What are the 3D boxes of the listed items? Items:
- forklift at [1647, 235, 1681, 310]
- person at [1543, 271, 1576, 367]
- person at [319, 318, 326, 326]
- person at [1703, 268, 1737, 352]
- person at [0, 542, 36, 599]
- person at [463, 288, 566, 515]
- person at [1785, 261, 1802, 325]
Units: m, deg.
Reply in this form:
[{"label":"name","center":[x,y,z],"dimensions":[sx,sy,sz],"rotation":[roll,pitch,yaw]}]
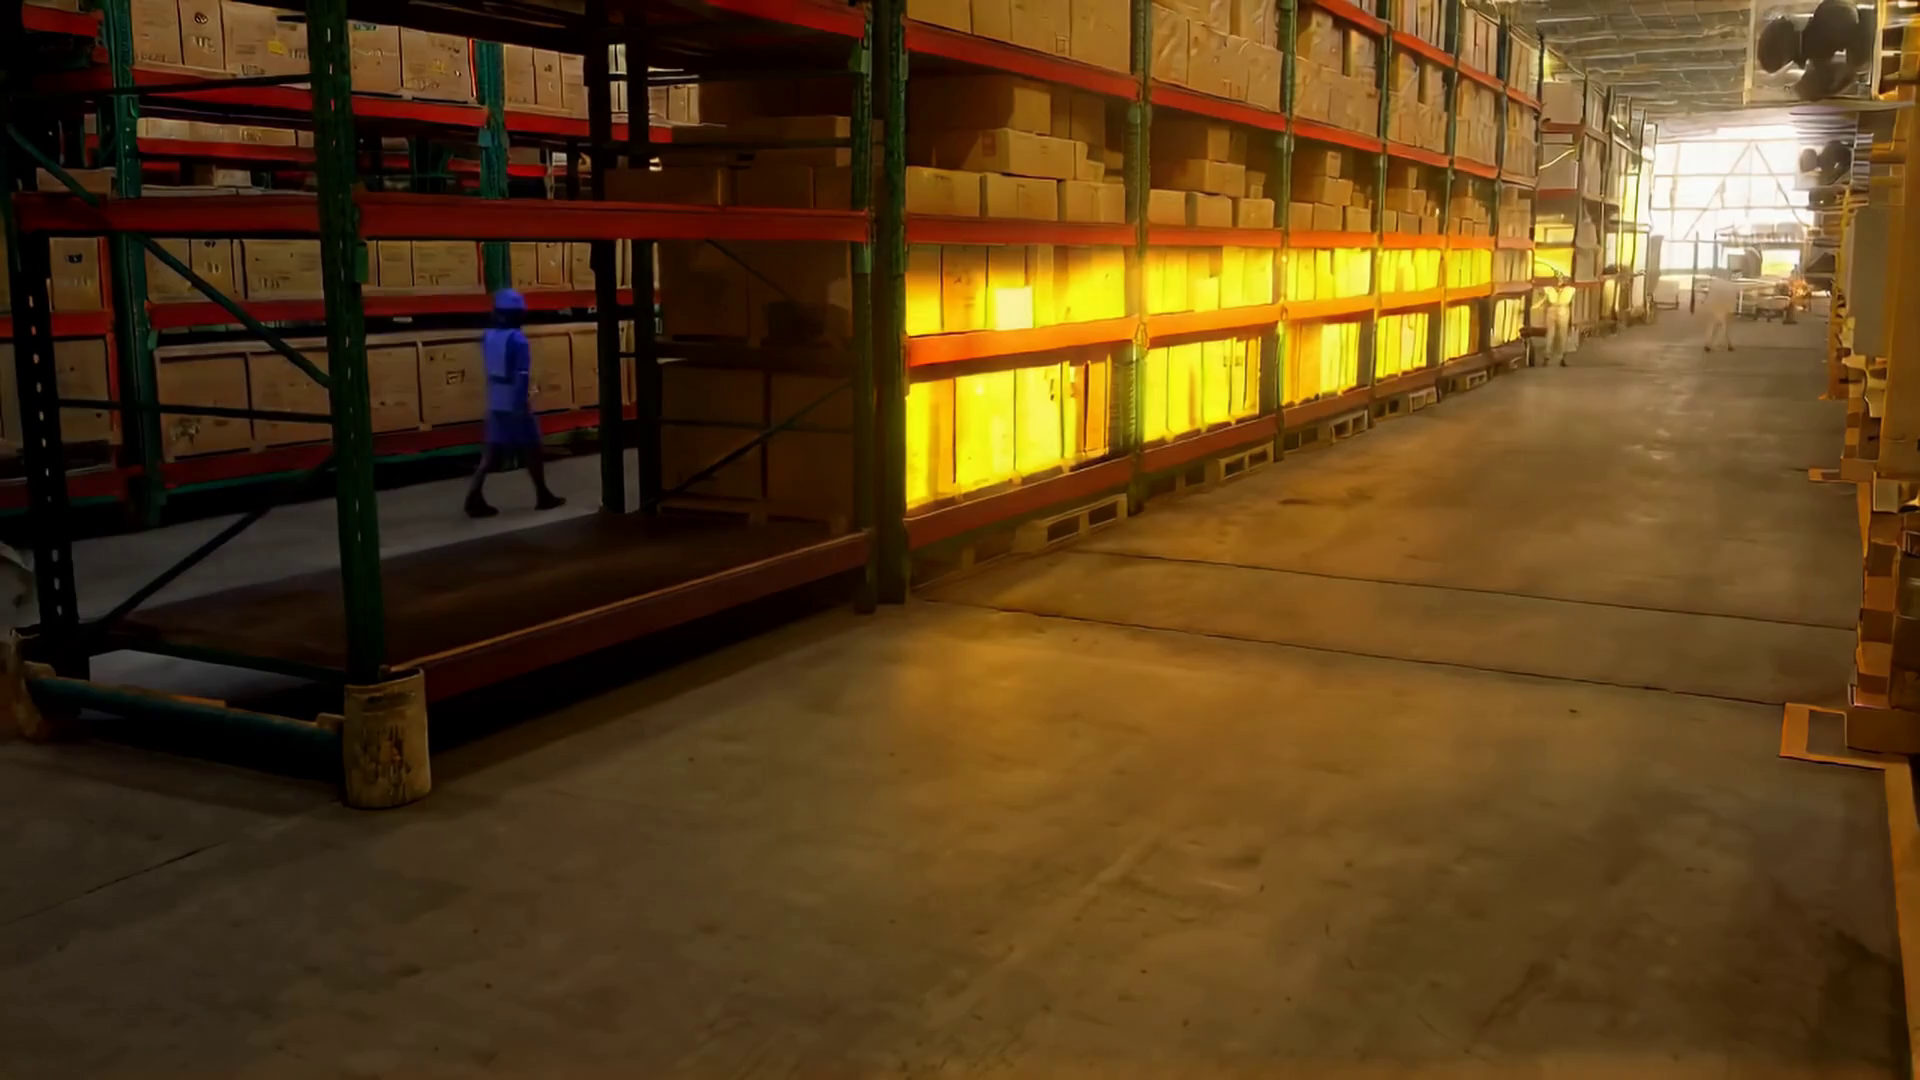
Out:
[{"label":"forklift","center":[26.368,-10.152,63.117],"dimensions":[1.873,2.768,1.129],"rotation":[5,11,27]},{"label":"person","center":[11.455,-4.223,31.810],"dimensions":[0.564,1.837,0.388],"rotation":[3,10,15]},{"label":"person","center":[-7.489,-2.277,20.426],"dimensions":[0.632,1.889,0.981],"rotation":[4,11,24]},{"label":"person","center":[16.735,-5.052,36.581],"dimensions":[1.008,1.859,0.630],"rotation":[-8,13,-38]},{"label":"person","center":[-6.007,-0.372,10.118],"dimensions":[0.482,1.625,0.527],"rotation":[-8,12,-38]},{"label":"person","center":[-3.774,-1.150,13.875],"dimensions":[0.556,1.895,0.972],"rotation":[7,12,37]},{"label":"person","center":[25.391,-7.521,50.615],"dimensions":[0.553,1.935,0.361],"rotation":[-9,14,-43]}]
